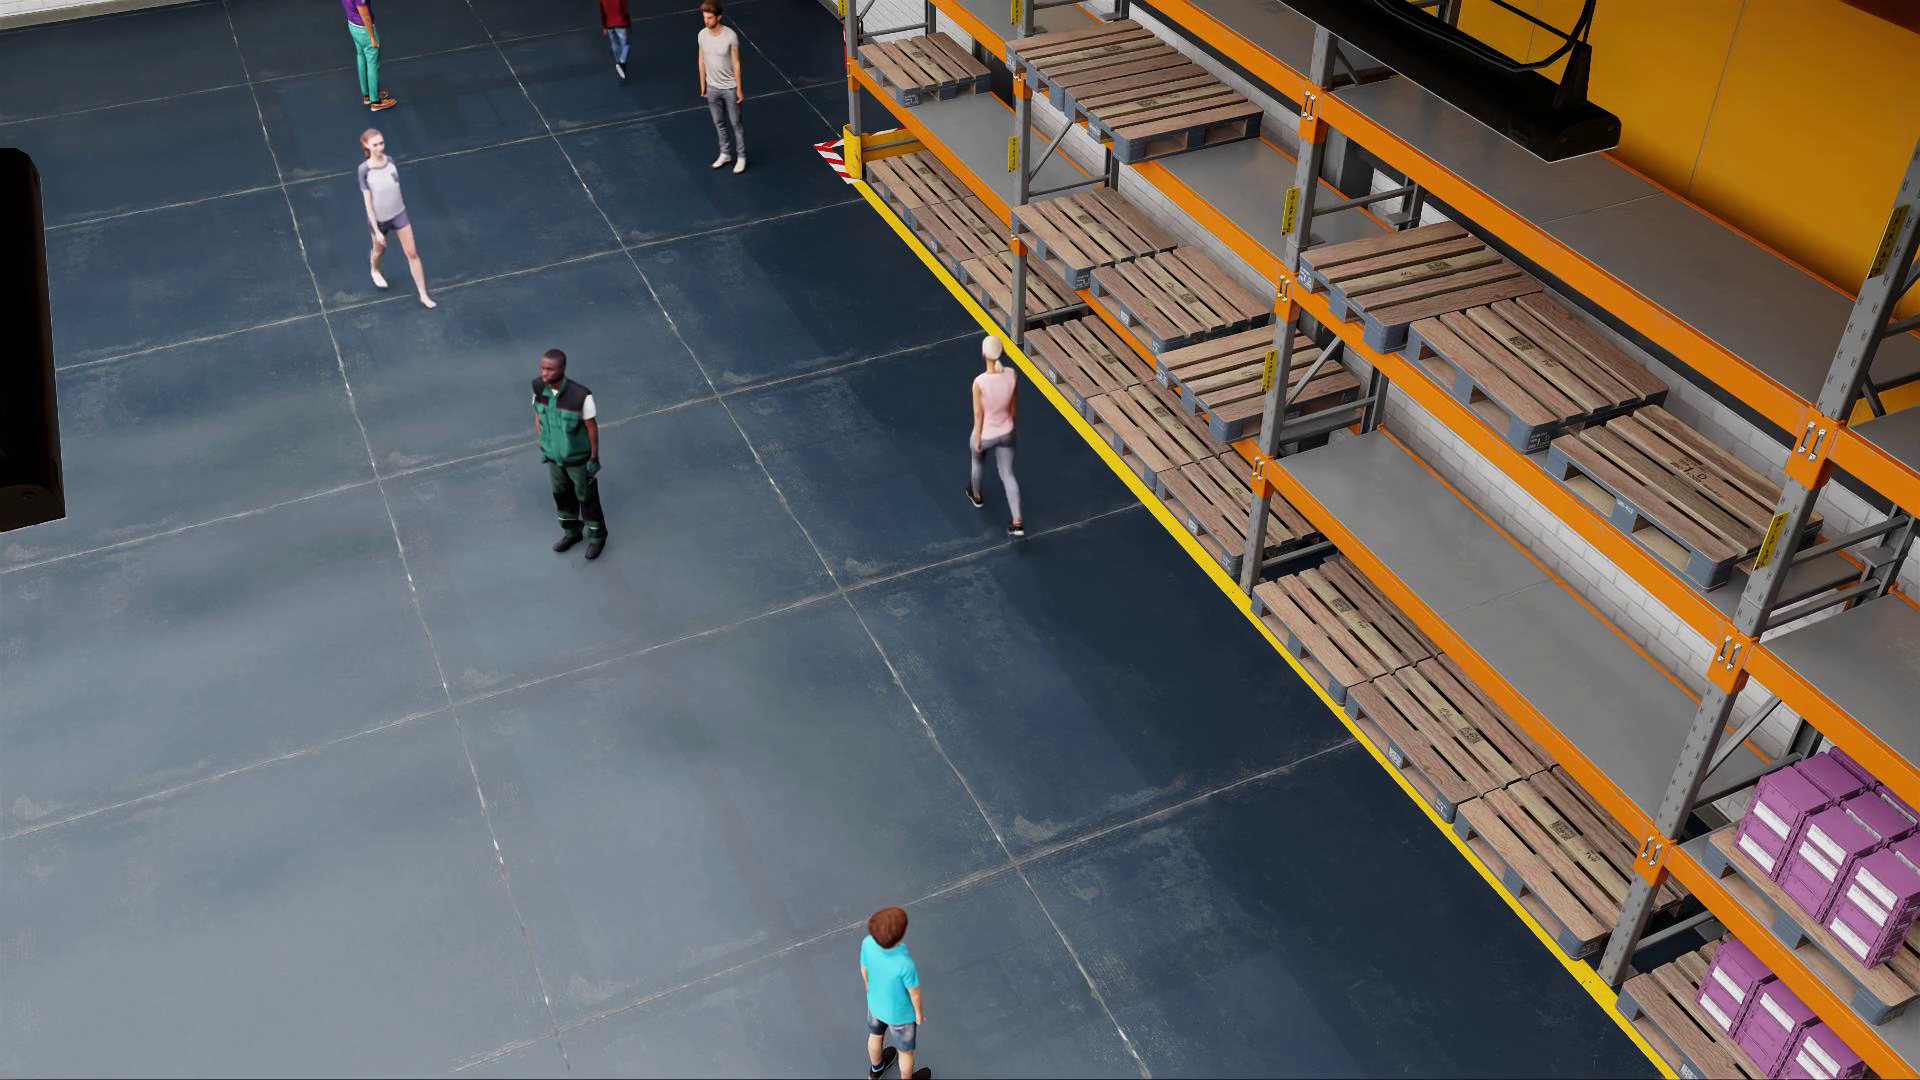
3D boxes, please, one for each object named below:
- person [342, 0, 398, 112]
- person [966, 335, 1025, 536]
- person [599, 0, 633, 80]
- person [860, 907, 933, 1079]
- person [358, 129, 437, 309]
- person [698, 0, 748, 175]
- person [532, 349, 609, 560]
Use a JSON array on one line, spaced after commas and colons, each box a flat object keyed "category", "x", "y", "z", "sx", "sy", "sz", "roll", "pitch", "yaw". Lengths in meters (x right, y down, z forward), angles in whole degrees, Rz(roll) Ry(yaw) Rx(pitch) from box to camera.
[{"category": "person", "x": -6.956, "y": -5.905, "z": 19.338, "sx": 0.740, "sy": 1.767, "sz": 0.606, "roll": -31, "pitch": 48, "yaw": -33}, {"category": "person", "x": 0.305, "y": -0.782, "z": 12.977, "sx": 0.602, "sy": 1.701, "sz": 1.126, "roll": -13, "pitch": 40, "yaw": -16}, {"category": "person", "x": -4.169, "y": -6.230, "z": 20.165, "sx": 0.715, "sy": 1.243, "sz": 0.819, "roll": 5, "pitch": 39, "yaw": 6}, {"category": "person", "x": -0.375, "y": 2.505, "z": 9.062, "sx": 0.552, "sy": 1.449, "sz": 0.655, "roll": 24, "pitch": 44, "yaw": 27}, {"category": "person", "x": -5.507, "y": -3.088, "z": 15.846, "sx": 0.852, "sy": 1.725, "sz": 1.217, "roll": -31, "pitch": 48, "yaw": -33}, {"category": "person", "x": -2.559, "y": -4.931, "z": 18.025, "sx": 0.748, "sy": 1.885, "sz": 0.804, "roll": 12, "pitch": 40, "yaw": 15}, {"category": "person", "x": -2.986, "y": -0.673, "z": 12.729, "sx": 0.777, "sy": 1.840, "sz": 0.838, "roll": 13, "pitch": 40, "yaw": 16}]
